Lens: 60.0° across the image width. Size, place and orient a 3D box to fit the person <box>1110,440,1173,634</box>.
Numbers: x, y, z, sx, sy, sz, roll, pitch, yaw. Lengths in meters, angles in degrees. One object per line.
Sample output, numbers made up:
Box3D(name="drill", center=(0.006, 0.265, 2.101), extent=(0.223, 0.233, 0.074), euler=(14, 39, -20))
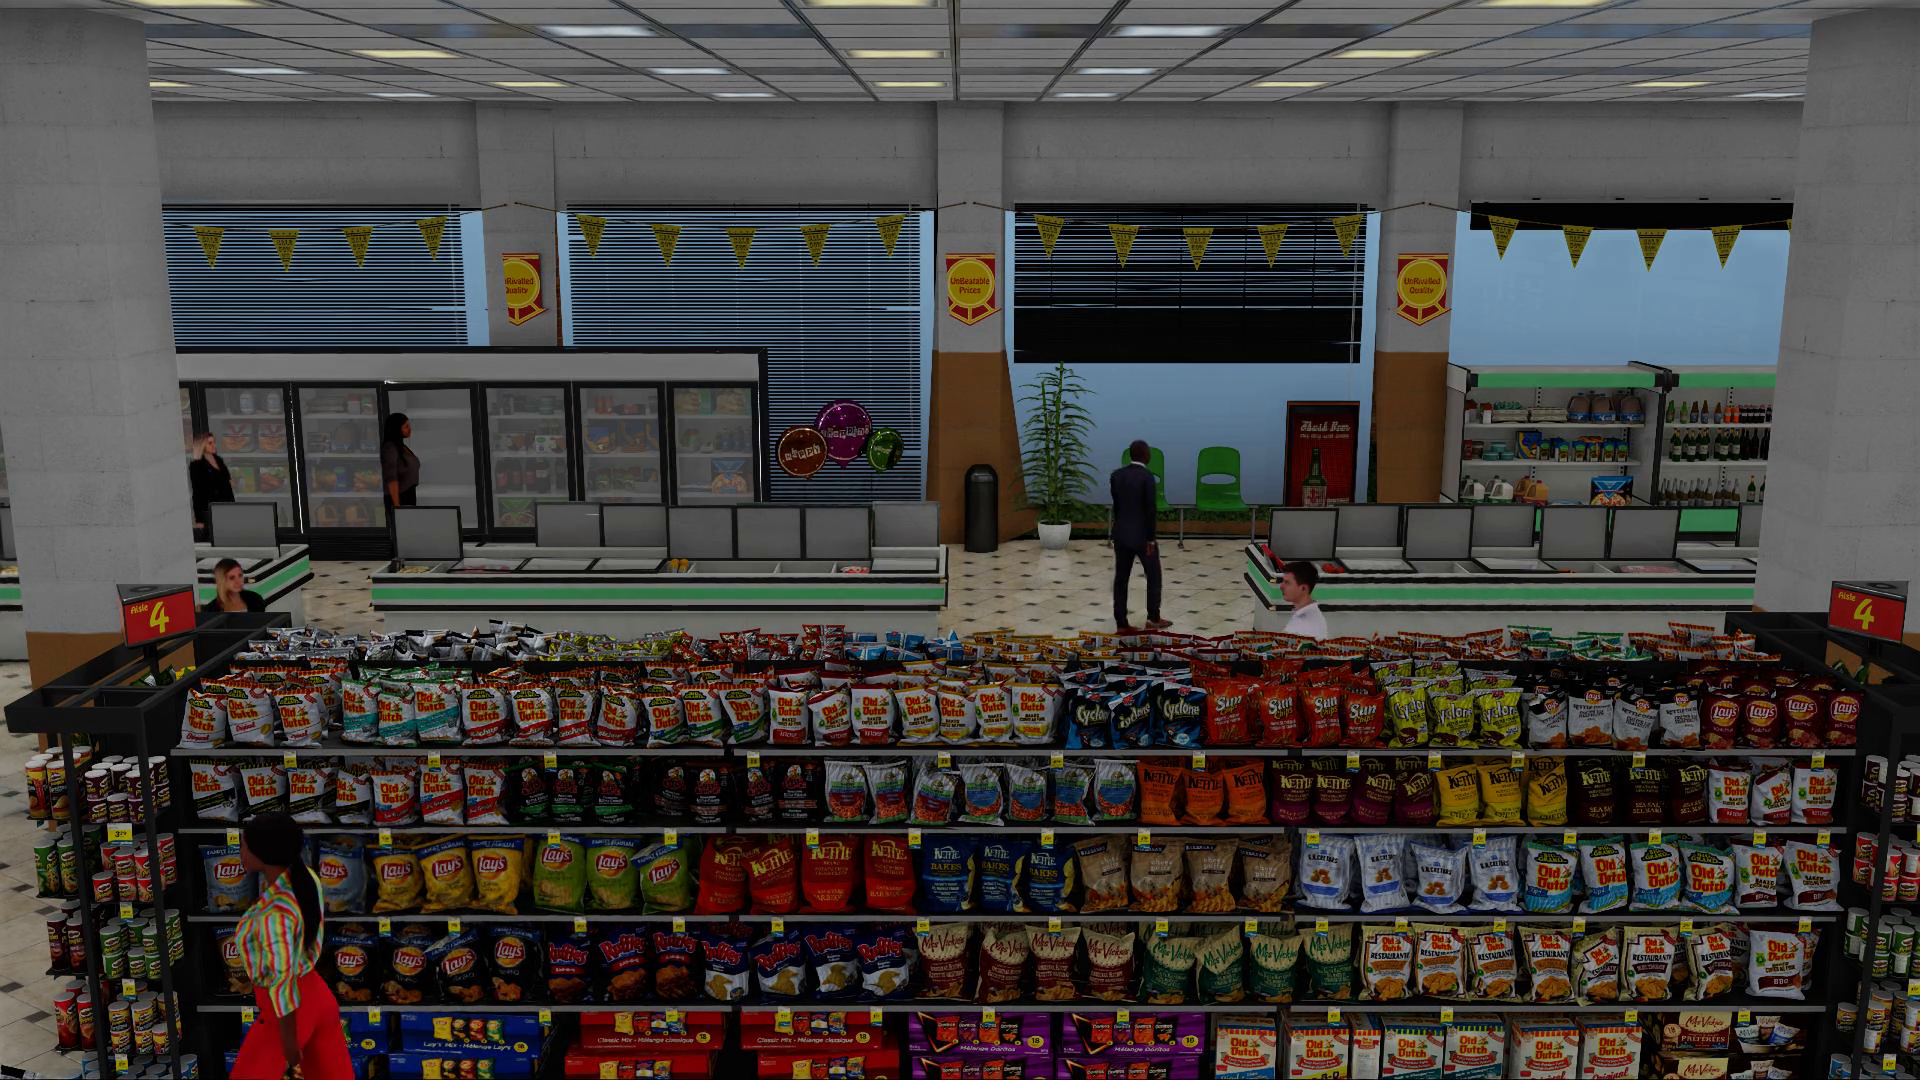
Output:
Box3D(name="person", center=(1.541, 0.005, 15.174), extent=(0.967, 1.806, 1.024), euler=(11, 16, 41))

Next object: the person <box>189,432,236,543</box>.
Box3D(name="person", center=(-7.577, -0.236, 16.704), extent=(1.153, 1.648, 0.701), euler=(1, 12, 7))

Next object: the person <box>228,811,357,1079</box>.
Box3D(name="person", center=(-2.444, 1.887, 6.368), extent=(1.145, 1.752, 0.584), euler=(0, 12, 1))

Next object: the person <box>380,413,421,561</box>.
Box3D(name="person", center=(-5.712, -0.382, 16.934), extent=(0.625, 1.838, 0.661), euler=(-2, 12, -7))

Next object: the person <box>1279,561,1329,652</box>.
Box3D(name="person", center=(2.234, 1.042, 10.221), extent=(0.918, 1.819, 0.725), euler=(2, 12, 11))

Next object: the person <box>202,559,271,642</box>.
Box3D(name="person", center=(-4.871, 0.929, 11.179), extent=(1.068, 1.645, 0.940), euler=(8, 15, 35))
